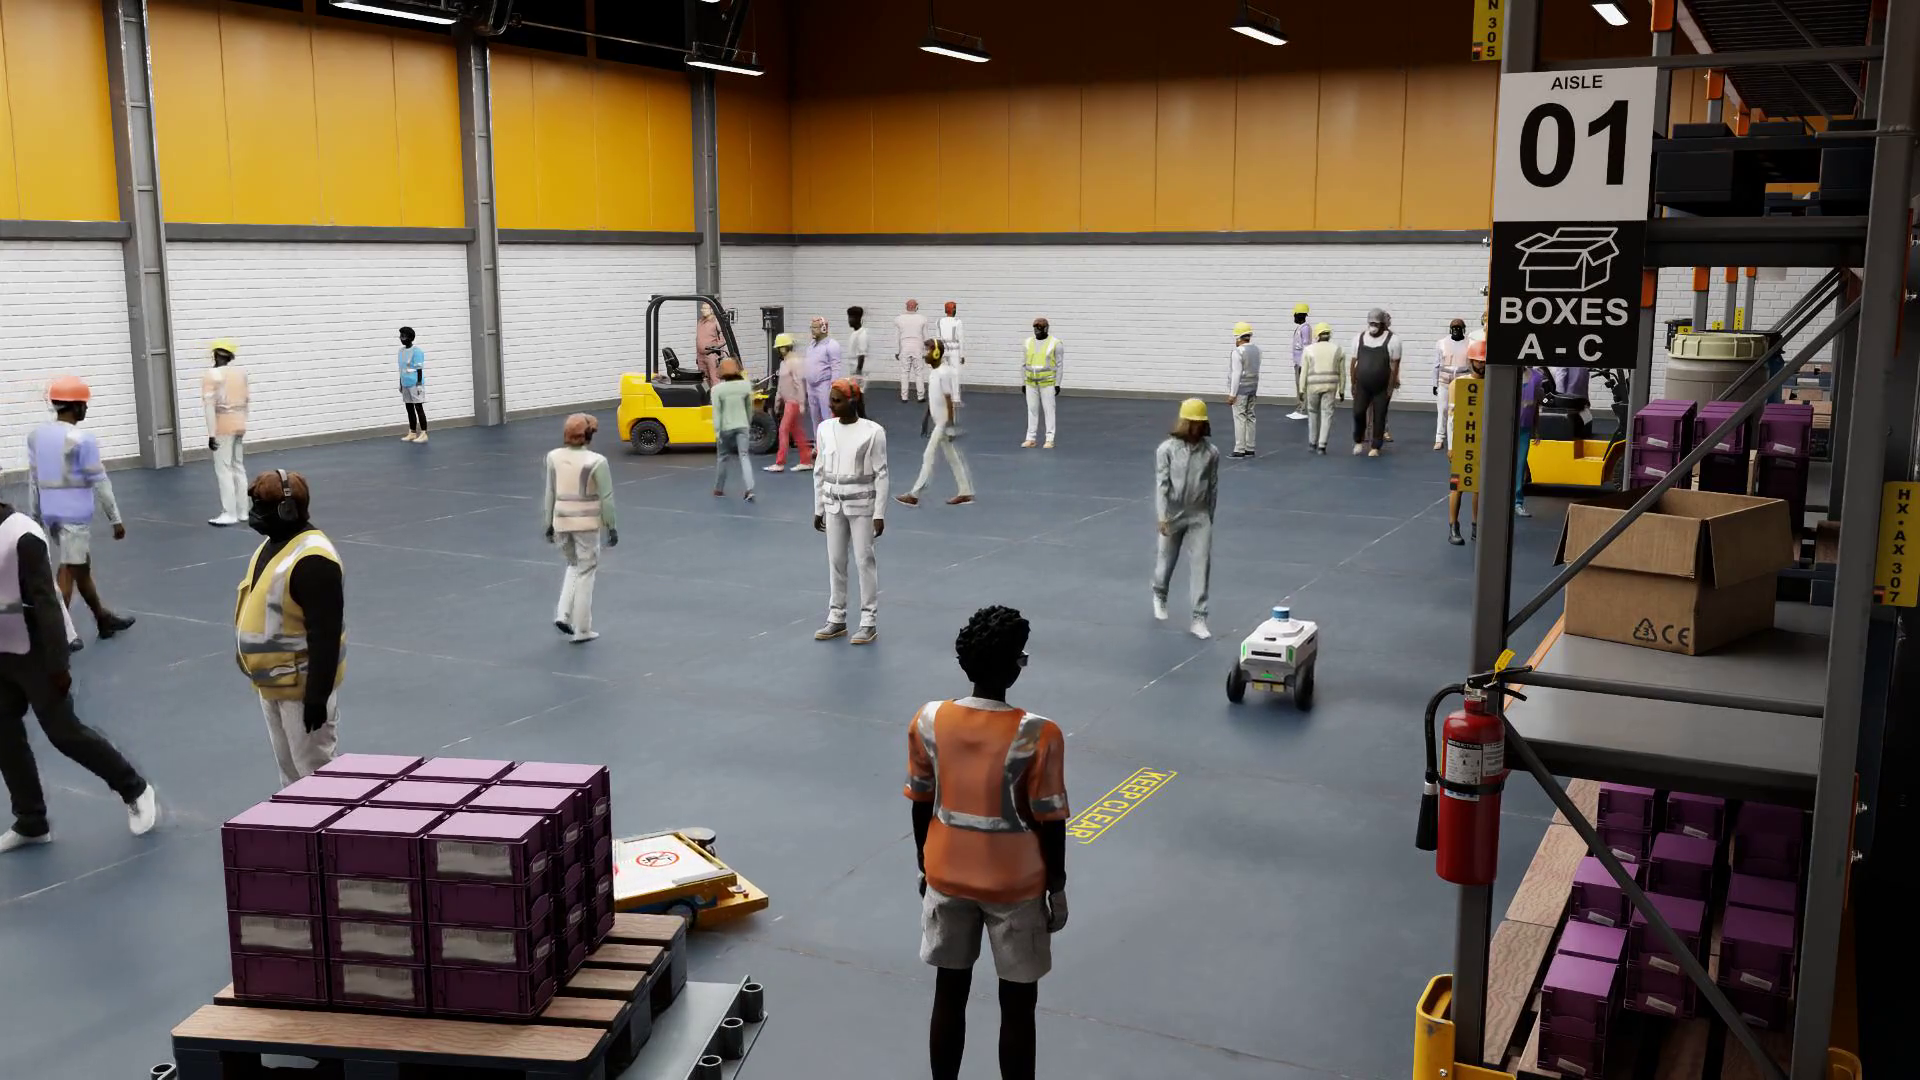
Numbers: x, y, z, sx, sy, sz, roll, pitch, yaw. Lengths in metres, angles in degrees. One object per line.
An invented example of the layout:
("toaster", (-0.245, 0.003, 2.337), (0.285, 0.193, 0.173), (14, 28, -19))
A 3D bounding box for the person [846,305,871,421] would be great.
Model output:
("person", (-1.557, -2.559, 25.122), (0.405, 1.954, 0.642), (-3, 10, -16))

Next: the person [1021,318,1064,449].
("person", (1.140, -2.200, 23.391), (0.624, 1.844, 0.430), (5, 11, 28))

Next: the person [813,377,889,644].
("person", (-0.780, -0.207, 11.727), (0.584, 1.882, 0.337), (5, 11, 29))

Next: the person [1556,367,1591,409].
("person", (7.597, -1.765, 20.607), (0.627, 1.933, 0.375), (-7, 12, -35))

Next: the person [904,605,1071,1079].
("person", (0.090, 1.037, 5.066), (0.539, 1.695, 0.318), (5, 11, 27))

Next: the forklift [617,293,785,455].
("forklift", (-3.588, -2.317, 23.042), (2.313, 2.155, 1.214), (-1, 10, -5))

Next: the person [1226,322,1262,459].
("person", (3.773, -1.993, 22.222), (0.404, 1.827, 0.600), (9, 13, 42))

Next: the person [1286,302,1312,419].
("person", (5.637, -2.962, 27.542), (0.364, 1.930, 0.588), (0, 10, 1))

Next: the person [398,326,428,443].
("person", (-7.959, -2.253, 24.129), (0.535, 1.691, 0.319), (8, 12, 38))

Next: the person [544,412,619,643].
("person", (-2.667, -0.083, 11.732), (0.545, 1.623, 0.373), (4, 11, 24))

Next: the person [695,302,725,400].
("person", (-4.387, -3.197, 28.957), (0.650, 1.913, 0.409), (8, 13, 39))

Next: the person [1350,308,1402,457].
("person", (5.573, -2.125, 22.375), (0.687, 2.000, 0.540), (4, 11, 24))

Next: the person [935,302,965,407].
("person", (-0.164, -3.300, 29.636), (0.573, 1.883, 0.355), (6, 11, 31))

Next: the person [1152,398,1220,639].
("person", (1.643, -0.196, 12.139), (0.481, 1.712, 0.830), (-1, 10, -6))

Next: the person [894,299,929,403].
("person", (-0.877, -3.475, 30.579), (0.648, 1.907, 0.401), (1, 10, 7))

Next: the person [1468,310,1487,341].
("person", (7.519, -2.312, 23.756), (0.627, 1.941, 0.371), (4, 11, 23))

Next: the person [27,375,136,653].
("person", (-6.081, -0.188, 11.563), (0.568, 1.897, 0.912), (4, 11, 23))

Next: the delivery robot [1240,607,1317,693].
("delivery robot", (1.978, 0.659, 10.285), (0.477, 0.478, 0.707), (4, 11, 24))

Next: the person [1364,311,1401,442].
("person", (6.107, -2.367, 24.191), (0.639, 1.902, 0.407), (-1, 10, -7))

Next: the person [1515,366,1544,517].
("person", (5.771, -1.151, 17.313), (0.564, 1.841, 0.394), (-2, 10, -12))

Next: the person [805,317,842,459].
("person", (-1.845, -1.989, 21.974), (0.409, 1.906, 0.652), (-8, 13, -39))

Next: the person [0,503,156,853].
("person", (-4.226, 0.495, 7.689), (0.619, 1.887, 0.705), (6, 12, 32))

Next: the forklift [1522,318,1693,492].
("forklift", (7.066, -1.601, 18.899), (2.313, 2.155, 1.214), (5, 11, 27))

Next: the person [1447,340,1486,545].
("person", (4.863, -0.914, 15.662), (0.552, 1.935, 0.365), (-2, 10, -11))

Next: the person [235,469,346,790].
("person", (-2.849, 0.613, 7.104), (0.429, 1.843, 0.630), (-8, 13, -40))

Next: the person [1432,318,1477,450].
("person", (6.892, -2.159, 23.150), (0.626, 1.843, 0.430), (4, 10, 21))

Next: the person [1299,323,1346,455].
("person", (4.977, -2.085, 22.877), (0.632, 1.775, 0.848), (1, 10, 5))

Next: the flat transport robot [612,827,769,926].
("flat transport robot", (-1.566, 1.458, 6.754), (1.431, 0.197, 0.652), (-6, 12, -32))

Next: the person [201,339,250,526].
("person", (-7.481, -1.094, 16.895), (0.442, 1.874, 0.757), (3, 10, 16))

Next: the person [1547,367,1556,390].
("person", (9.323, -2.629, 25.723), (0.558, 1.903, 0.956), (5, 11, 28))

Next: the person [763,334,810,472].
("person", (-2.221, -1.698, 20.776), (0.785, 1.729, 0.538), (-4, 11, -24))

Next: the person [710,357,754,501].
("person", (-2.529, -1.239, 18.522), (0.504, 1.598, 0.809), (-4, 11, -23))

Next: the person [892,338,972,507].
("person", (-0.295, -1.265, 18.036), (0.961, 1.817, 0.539), (-2, 10, -11))
